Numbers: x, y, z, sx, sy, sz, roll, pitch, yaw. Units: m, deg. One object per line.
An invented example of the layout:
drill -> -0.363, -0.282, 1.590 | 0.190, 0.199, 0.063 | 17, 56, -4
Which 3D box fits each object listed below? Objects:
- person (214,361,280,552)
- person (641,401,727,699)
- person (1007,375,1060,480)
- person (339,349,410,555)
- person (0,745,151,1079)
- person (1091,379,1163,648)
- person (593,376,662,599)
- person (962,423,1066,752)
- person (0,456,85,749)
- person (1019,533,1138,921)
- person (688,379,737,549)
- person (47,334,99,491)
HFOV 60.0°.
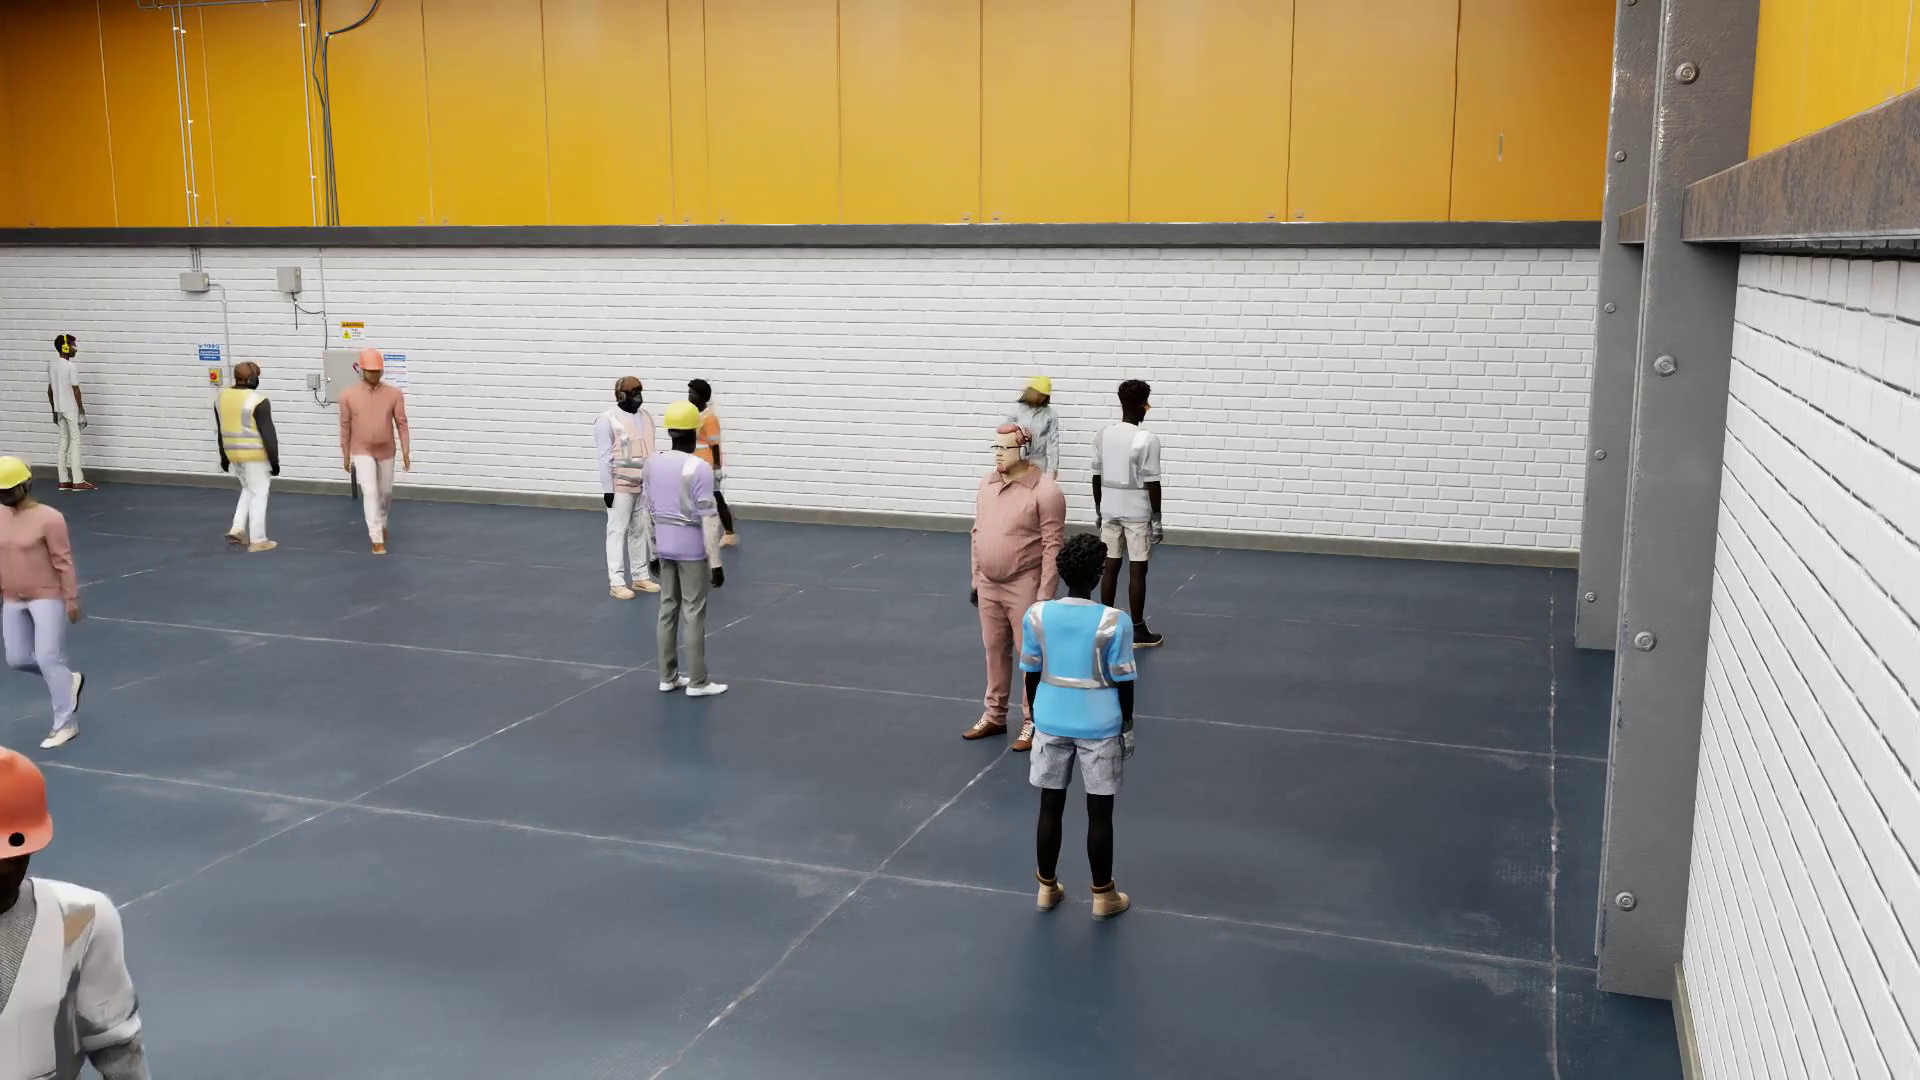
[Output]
person -> -6.766, -0.791, 15.874 | 0.654, 1.827, 0.449 | 5, 11, 24
person -> -1.790, 0.062, 10.801 | 0.623, 1.925, 0.382 | 7, 12, 33
person -> 0.686, -0.727, 15.847 | 0.501, 1.702, 0.535 | -1, 10, -8
person -> -5.658, -0.882, 16.069 | 0.619, 1.955, 0.986 | -6, 12, -29
person -> -2.010, 1.358, 3.491 | 0.599, 1.924, 0.408 | -9, 13, -41
person -> 1.234, -0.197, 12.138 | 0.617, 1.964, 0.361 | 10, 14, 44
person -> -2.741, -0.446, 13.885 | 0.429, 1.847, 0.621 | 7, 12, 33
person -> 0.294, 0.268, 9.685 | 0.639, 1.911, 0.406 | 9, 13, 41
person -> -5.427, 0.336, 9.823 | 0.538, 1.723, 0.581 | 2, 10, 10
person -> 0.519, 0.810, 7.226 | 0.536, 1.697, 0.318 | 5, 11, 25
person -> -2.519, -0.702, 15.848 | 0.857, 1.658, 0.542 | -4, 11, -20
person -> -10.643, -1.519, 19.870 | 0.533, 1.865, 0.310 | 5, 11, 25
